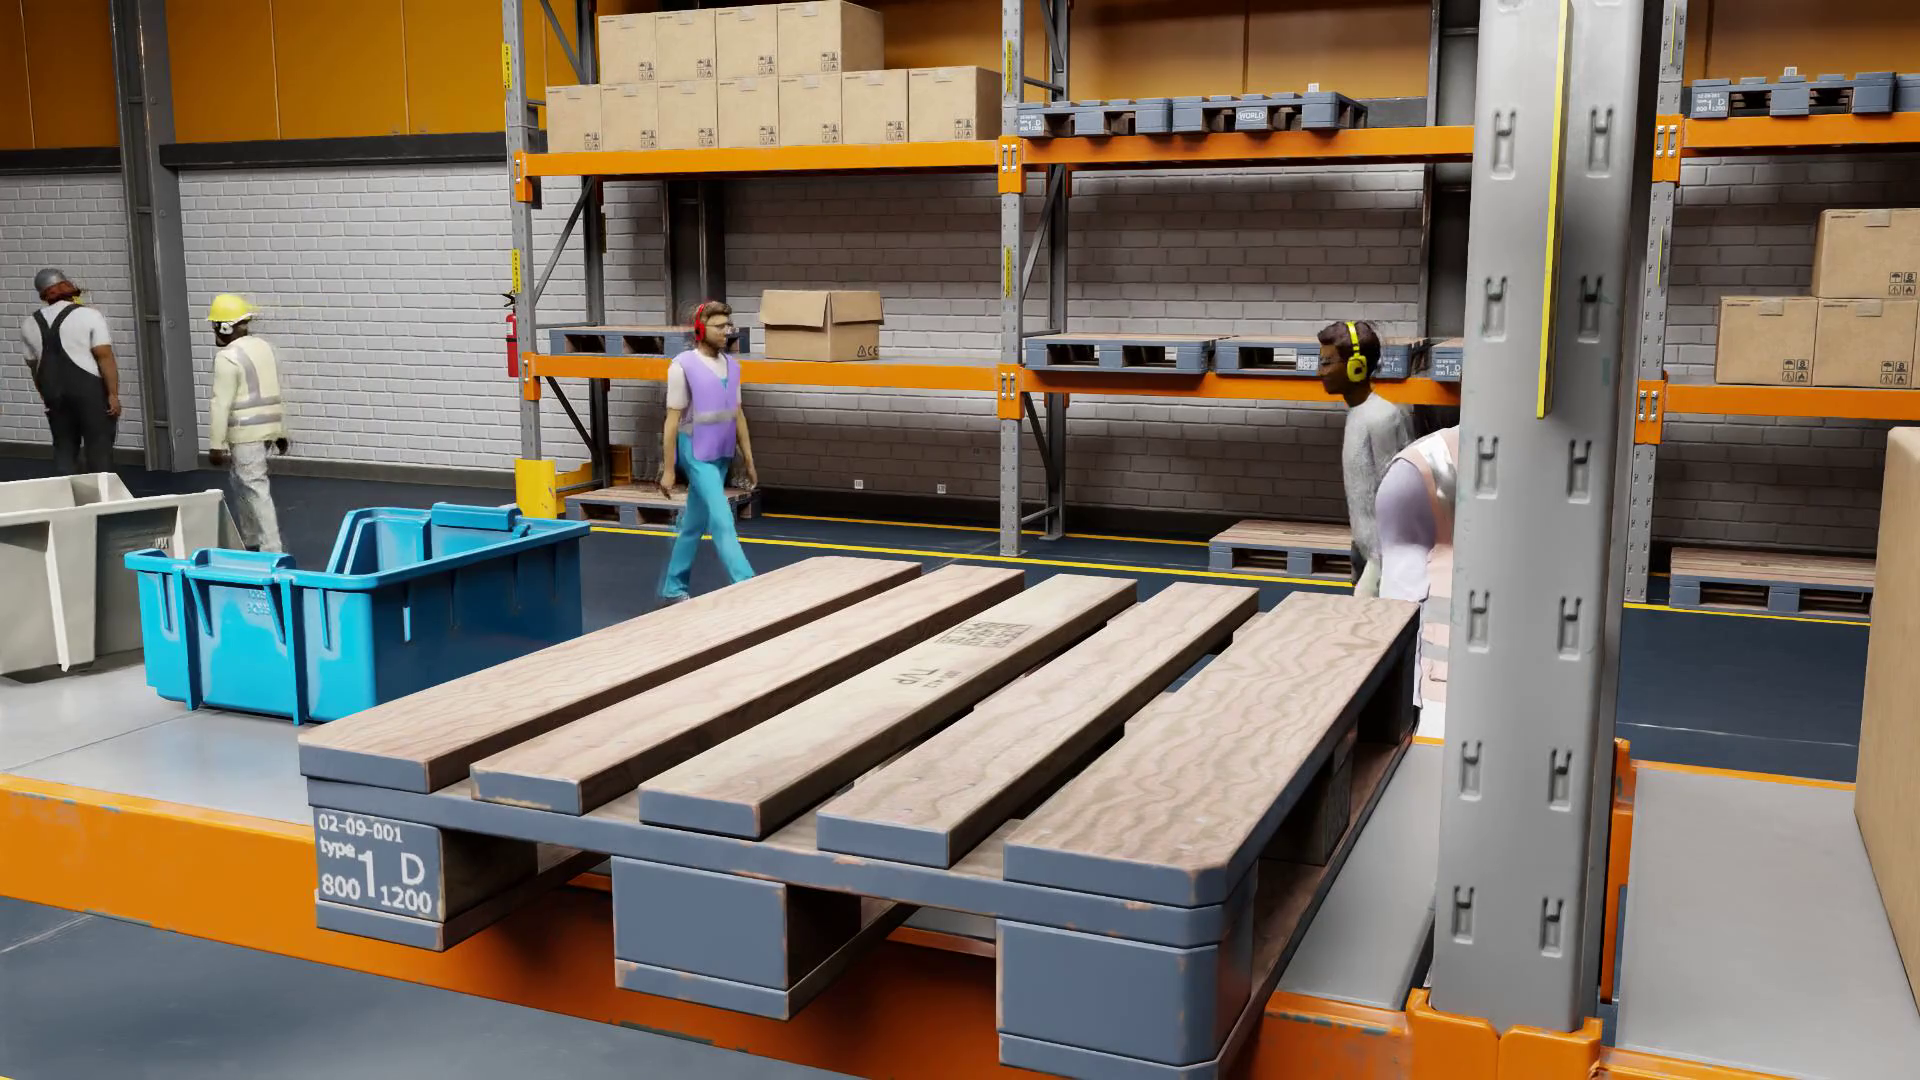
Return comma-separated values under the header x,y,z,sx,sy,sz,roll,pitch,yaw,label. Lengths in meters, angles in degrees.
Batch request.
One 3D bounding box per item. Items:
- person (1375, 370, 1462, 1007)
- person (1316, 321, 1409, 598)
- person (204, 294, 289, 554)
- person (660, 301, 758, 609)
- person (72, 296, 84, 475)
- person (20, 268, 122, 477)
x,y,z,sx,sy,sz,roll,pitch,yaw,label
1.397,0.381,4.384,0.626,1.846,0.429,-3,10,-18,person
1.586,0.074,6.387,0.828,1.808,0.560,1,10,8,person
-4.742,-0.698,10.922,0.617,1.809,0.623,1,10,6,person
-1.342,-0.434,9.377,0.969,1.795,0.596,4,10,25,person
-7.300,-1.154,13.808,0.522,1.768,0.313,-3,10,-20,person
-6.757,-1.136,12.877,0.838,2.000,0.534,2,10,9,person
